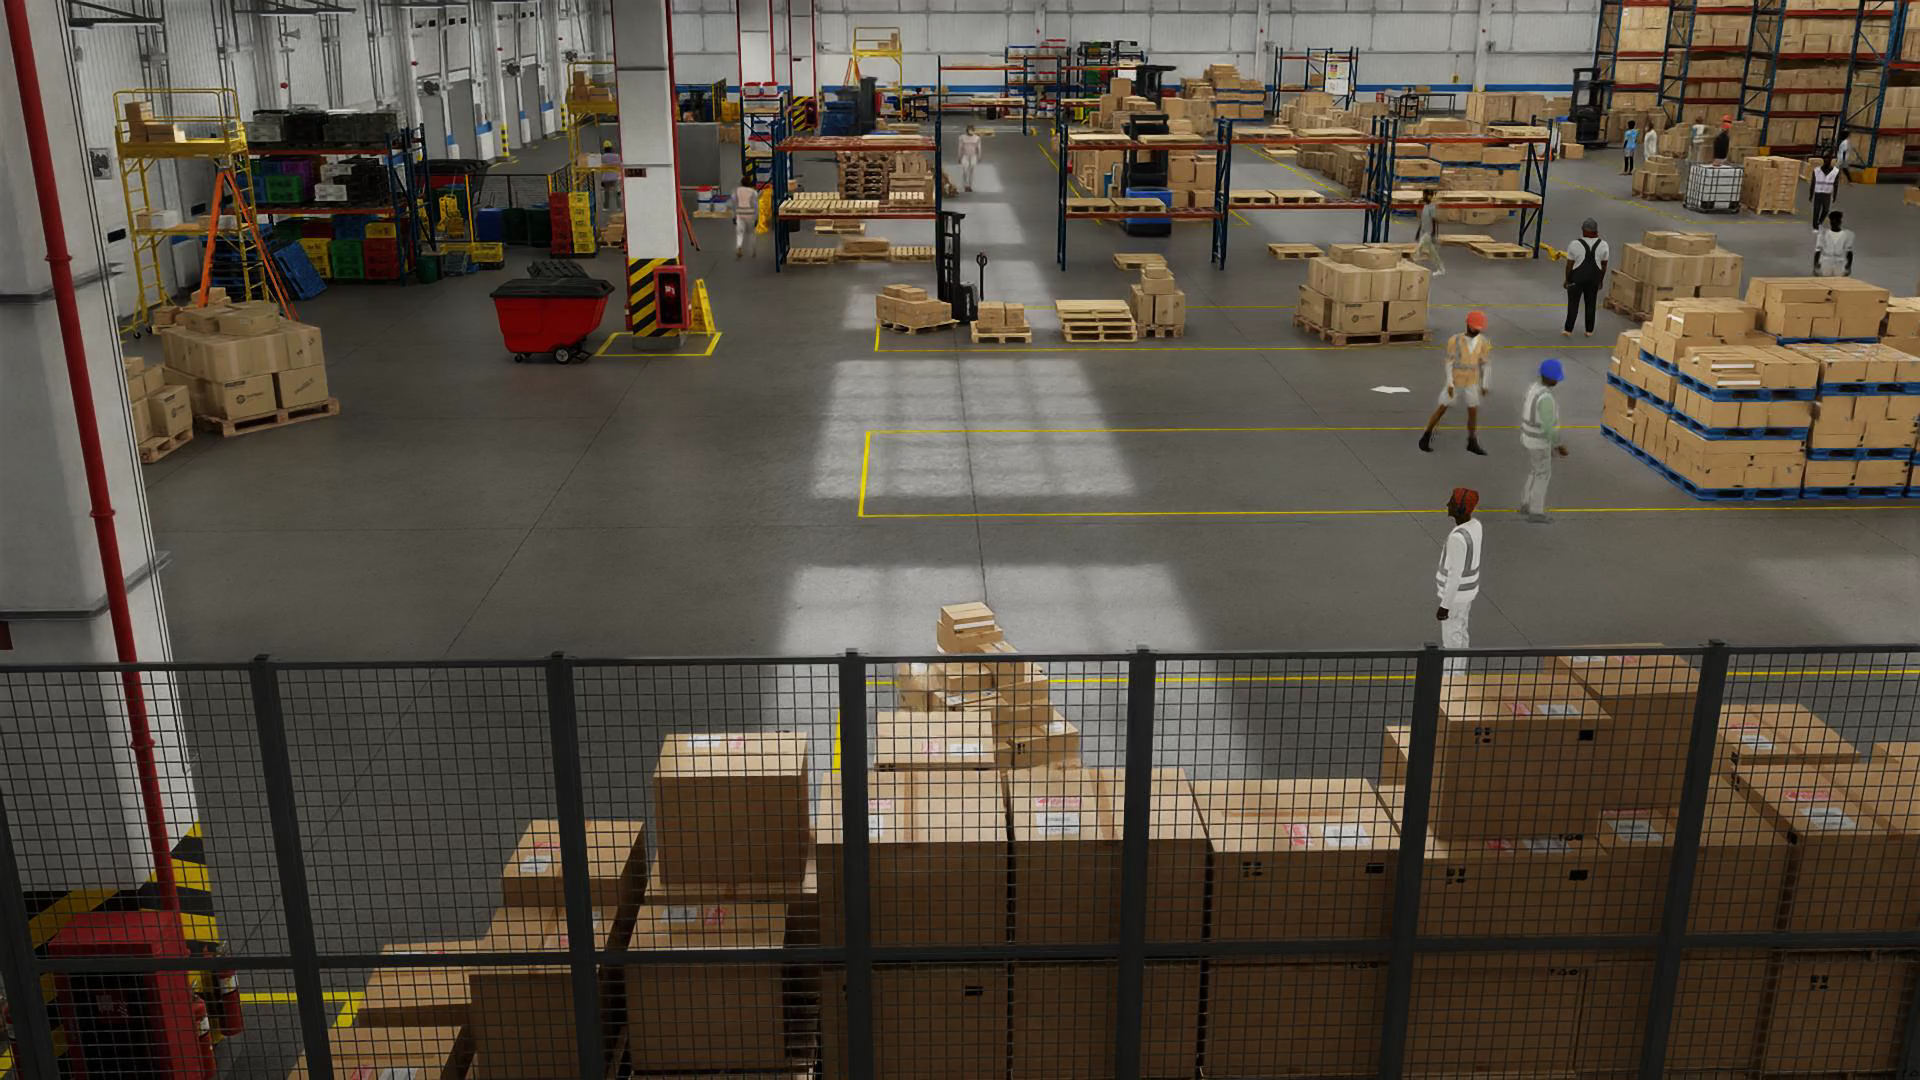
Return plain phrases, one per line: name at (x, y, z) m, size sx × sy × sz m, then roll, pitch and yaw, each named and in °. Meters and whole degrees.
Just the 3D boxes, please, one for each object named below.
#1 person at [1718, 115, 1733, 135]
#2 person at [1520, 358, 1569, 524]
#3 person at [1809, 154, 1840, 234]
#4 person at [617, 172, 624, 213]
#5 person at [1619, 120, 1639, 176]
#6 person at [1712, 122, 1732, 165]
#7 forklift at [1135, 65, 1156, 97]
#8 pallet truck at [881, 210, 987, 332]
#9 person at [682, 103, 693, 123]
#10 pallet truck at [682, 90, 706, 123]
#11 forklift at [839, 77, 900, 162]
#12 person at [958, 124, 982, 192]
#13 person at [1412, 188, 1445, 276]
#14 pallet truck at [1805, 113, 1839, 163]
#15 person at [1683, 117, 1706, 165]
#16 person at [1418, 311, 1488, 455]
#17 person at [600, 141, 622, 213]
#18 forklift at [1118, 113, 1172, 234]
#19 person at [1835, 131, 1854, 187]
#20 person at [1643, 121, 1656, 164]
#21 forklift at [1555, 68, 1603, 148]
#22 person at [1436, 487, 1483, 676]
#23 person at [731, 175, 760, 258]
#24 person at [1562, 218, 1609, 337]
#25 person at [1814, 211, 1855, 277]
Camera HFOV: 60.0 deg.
person at (23.528, -12.130, 51.333) m, size 0.385 × 1.930 × 0.540 m, roll 10°, pitch 21°, yaw 27°
person at (6.558, -1.106, 18.637) m, size 0.511 × 1.915 × 0.648 m, roll 3°, pitch 19°, yaw 8°
person at (20.874, -8.378, 40.236) m, size 0.616 × 1.902 × 0.454 m, roll 8°, pitch 20°, yaw 23°
person at (-8.203, -8.727, 41.278) m, size 0.532 × 1.900 × 0.604 m, roll 15°, pitch 24°, yaw 38°
person at (21.006, -12.301, 52.191) m, size 0.532 × 1.695 × 0.319 m, roll -11°, pitch 21°, yaw -28°
person at (22.050, -11.145, 48.336) m, size 0.621 × 1.979 × 0.583 m, roll -13°, pitch 22°, yaw -33°
forklift at (6.946, -16.489, 62.786) m, size 1.873 × 2.768 × 1.129 m, roll 15°, pitch 24°, yaw 37°
pallet truck at (-0.493, -4.759, 29.349) m, size 1.885 × 1.965 × 0.823 m, roll -13°, pitch 23°, yaw -34°
person at (-9.750, -14.925, 60.020) m, size 0.533 × 1.664 × 0.771 m, roll 15°, pitch 24°, yaw 37°
pallet truck at (-9.671, -15.907, 62.421) m, size 0.823 × 1.965 × 1.885 m, roll 5°, pitch 19°, yaw 15°
forklift at (-2.996, -13.906, 55.124) m, size 1.873 × 2.768 × 1.129 m, roll 4°, pitch 19°, yaw 11°
person at (0.301, -11.009, 48.009) m, size 0.661 × 1.917 × 0.701 m, roll -2°, pitch 19°, yaw -7°
person at (9.630, -6.343, 34.340) m, size 1.010 × 1.820 × 0.530 m, roll 0°, pitch 19°, yaw 0°
pallet truck at (26.403, -11.957, 50.702) m, size 0.823 × 1.965 × 1.885 m, roll 6°, pitch 19°, yaw 16°
person at (24.181, -13.096, 54.685) m, size 0.516 × 1.604 × 0.805 m, roll -1°, pitch 19°, yaw -4°
person at (6.434, -2.033, 21.442) m, size 0.767 × 1.894 × 0.566 m, roll -3°, pitch 19°, yaw -9°
person at (-9.178, -9.528, 43.686) m, size 0.600 × 1.885 × 1.002 m, roll -12°, pitch 22°, yaw -33°
forklift at (4.524, -8.902, 40.278) m, size 1.129 × 2.768 × 1.873 m, roll -1°, pitch 19°, yaw -1°
person at (26.122, -11.268, 49.192) m, size 0.861 × 1.647 × 0.550 m, roll 10°, pitch 21°, yaw 27°
person at (20.320, -11.376, 49.105) m, size 0.393 × 1.927 × 0.645 m, roll 3°, pitch 19°, yaw 9°
forklift at (22.749, -15.805, 60.757) m, size 1.129 × 2.768 × 1.873 m, roll -5°, pitch 19°, yaw -14°
person at (4.181, 0.458, 14.049) m, size 0.355 × 1.884 × 0.575 m, roll 11°, pitch 21°, yaw 29°
person at (-4.705, -7.076, 36.495) m, size 0.631 × 1.818 × 0.674 m, roll 2°, pitch 19°, yaw 5°
person at (10.691, -4.500, 28.515) m, size 0.689 × 2.000 × 0.539 m, roll 2°, pitch 19°, yaw 5°
person at (15.715, -4.935, 29.948) m, size 0.631 × 1.948 × 0.462 m, roll 11°, pitch 22°, yaw 30°
